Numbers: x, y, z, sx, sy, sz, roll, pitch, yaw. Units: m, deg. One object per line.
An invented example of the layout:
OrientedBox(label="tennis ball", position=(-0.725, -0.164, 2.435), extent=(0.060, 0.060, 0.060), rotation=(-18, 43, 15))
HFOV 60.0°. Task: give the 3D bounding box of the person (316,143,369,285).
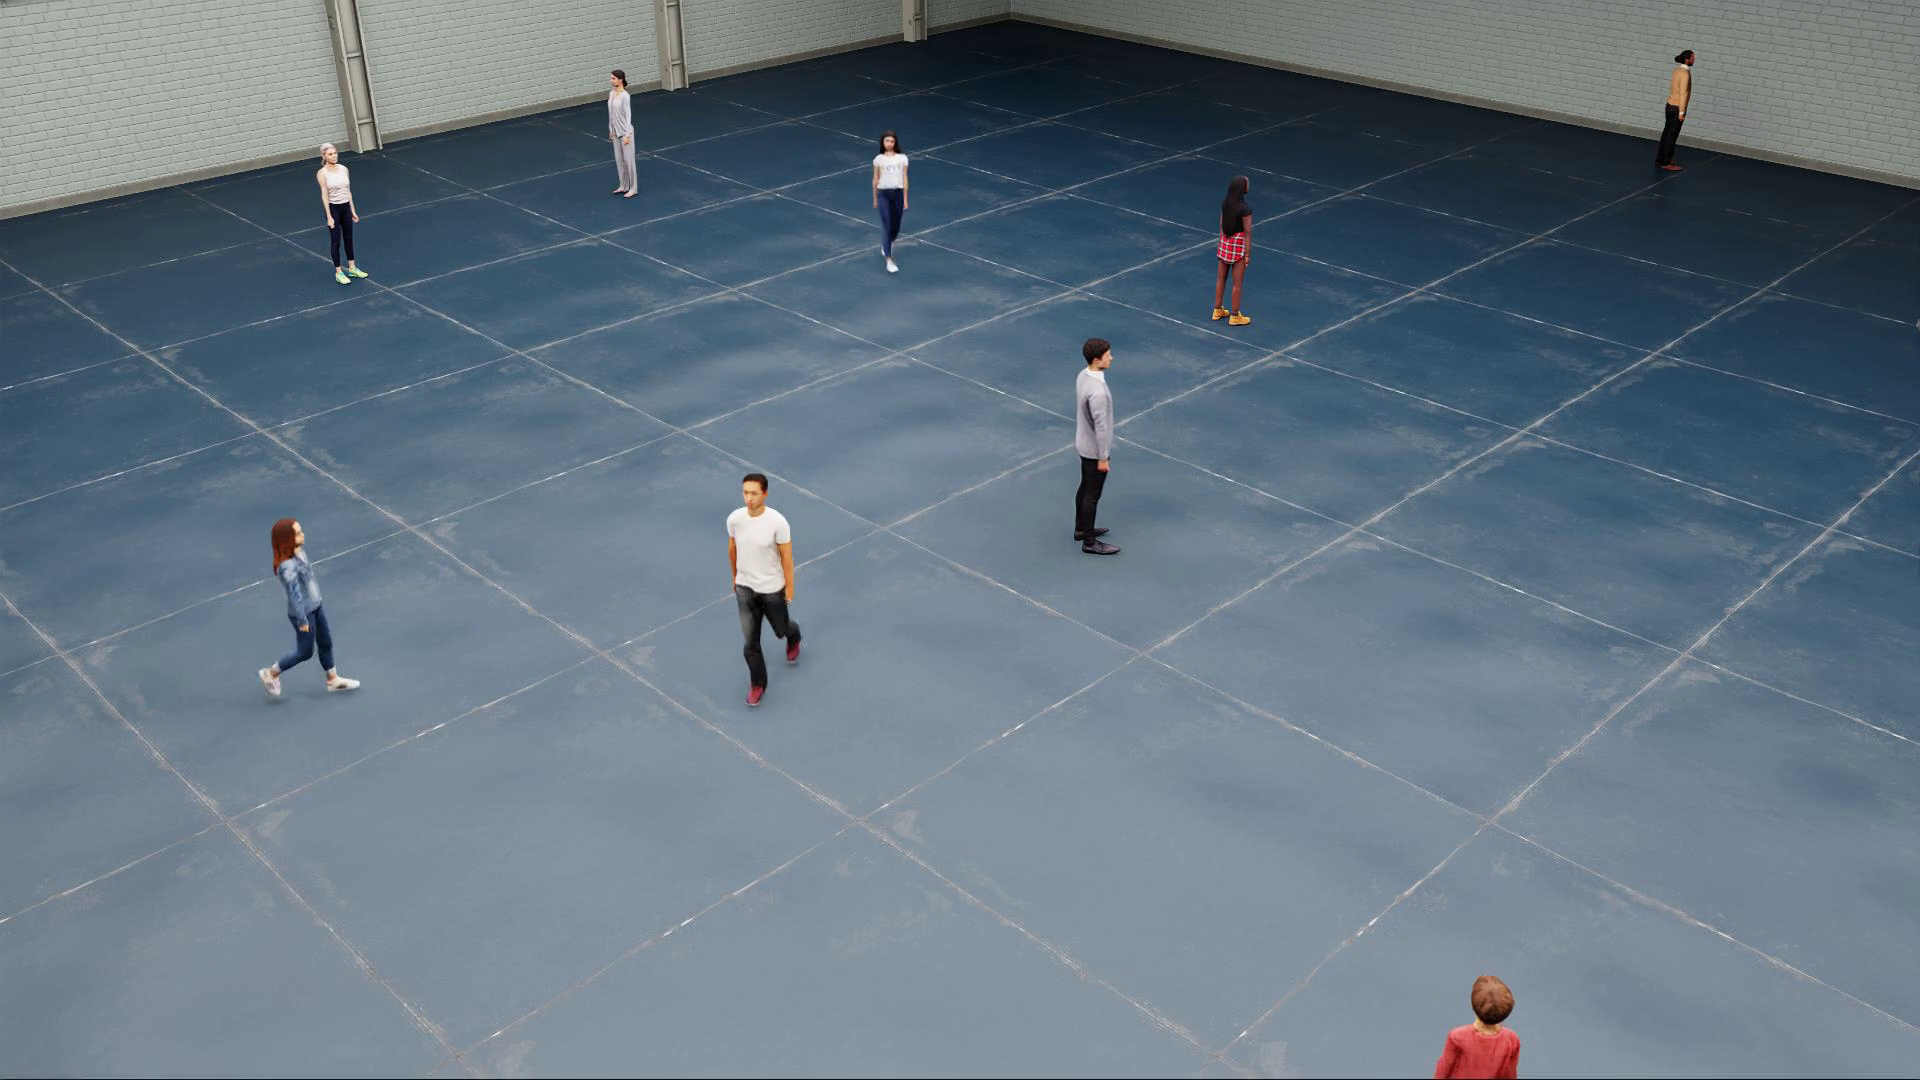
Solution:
OrientedBox(label="person", position=(-7.658, -4.040, 20.476), extent=(0.708, 1.703, 0.555), rotation=(15, 32, 26))

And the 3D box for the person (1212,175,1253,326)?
OrientedBox(label="person", position=(3.154, -3.346, 19.147), extent=(0.625, 1.727, 0.636), rotation=(-20, 34, -33))

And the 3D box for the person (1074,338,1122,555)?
OrientedBox(label="person", position=(1.135, -0.820, 14.197), extent=(0.855, 1.922, 0.840), rotation=(-4, 28, -8))

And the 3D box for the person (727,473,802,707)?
OrientedBox(label="person", position=(-1.419, 0.289, 12.261), extent=(1.010, 1.784, 1.169), rotation=(6, 29, 11))

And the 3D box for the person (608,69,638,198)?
OrientedBox(label="person", position=(-4.817, -5.818, 23.739), extent=(0.589, 1.774, 0.540), rotation=(23, 36, 36))

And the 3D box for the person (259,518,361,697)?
OrientedBox(label="person", position=(-4.877, 0.522, 12.171), extent=(0.997, 1.458, 0.863), rotation=(-5, 28, -10))

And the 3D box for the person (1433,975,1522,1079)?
OrientedBox(label="person", position=(2.483, 2.749, 8.040), extent=(0.659, 1.409, 0.720), rotation=(-1, 28, -2))

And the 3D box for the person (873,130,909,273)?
OrientedBox(label="person", position=(-0.896, -4.286, 20.889), extent=(1.066, 1.748, 0.996), rotation=(-4, 28, -7))

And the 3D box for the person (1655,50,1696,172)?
OrientedBox(label="person", position=(10.759, -6.469, 24.983), extent=(0.814, 1.755, 0.740), rotation=(2, 28, 3))
